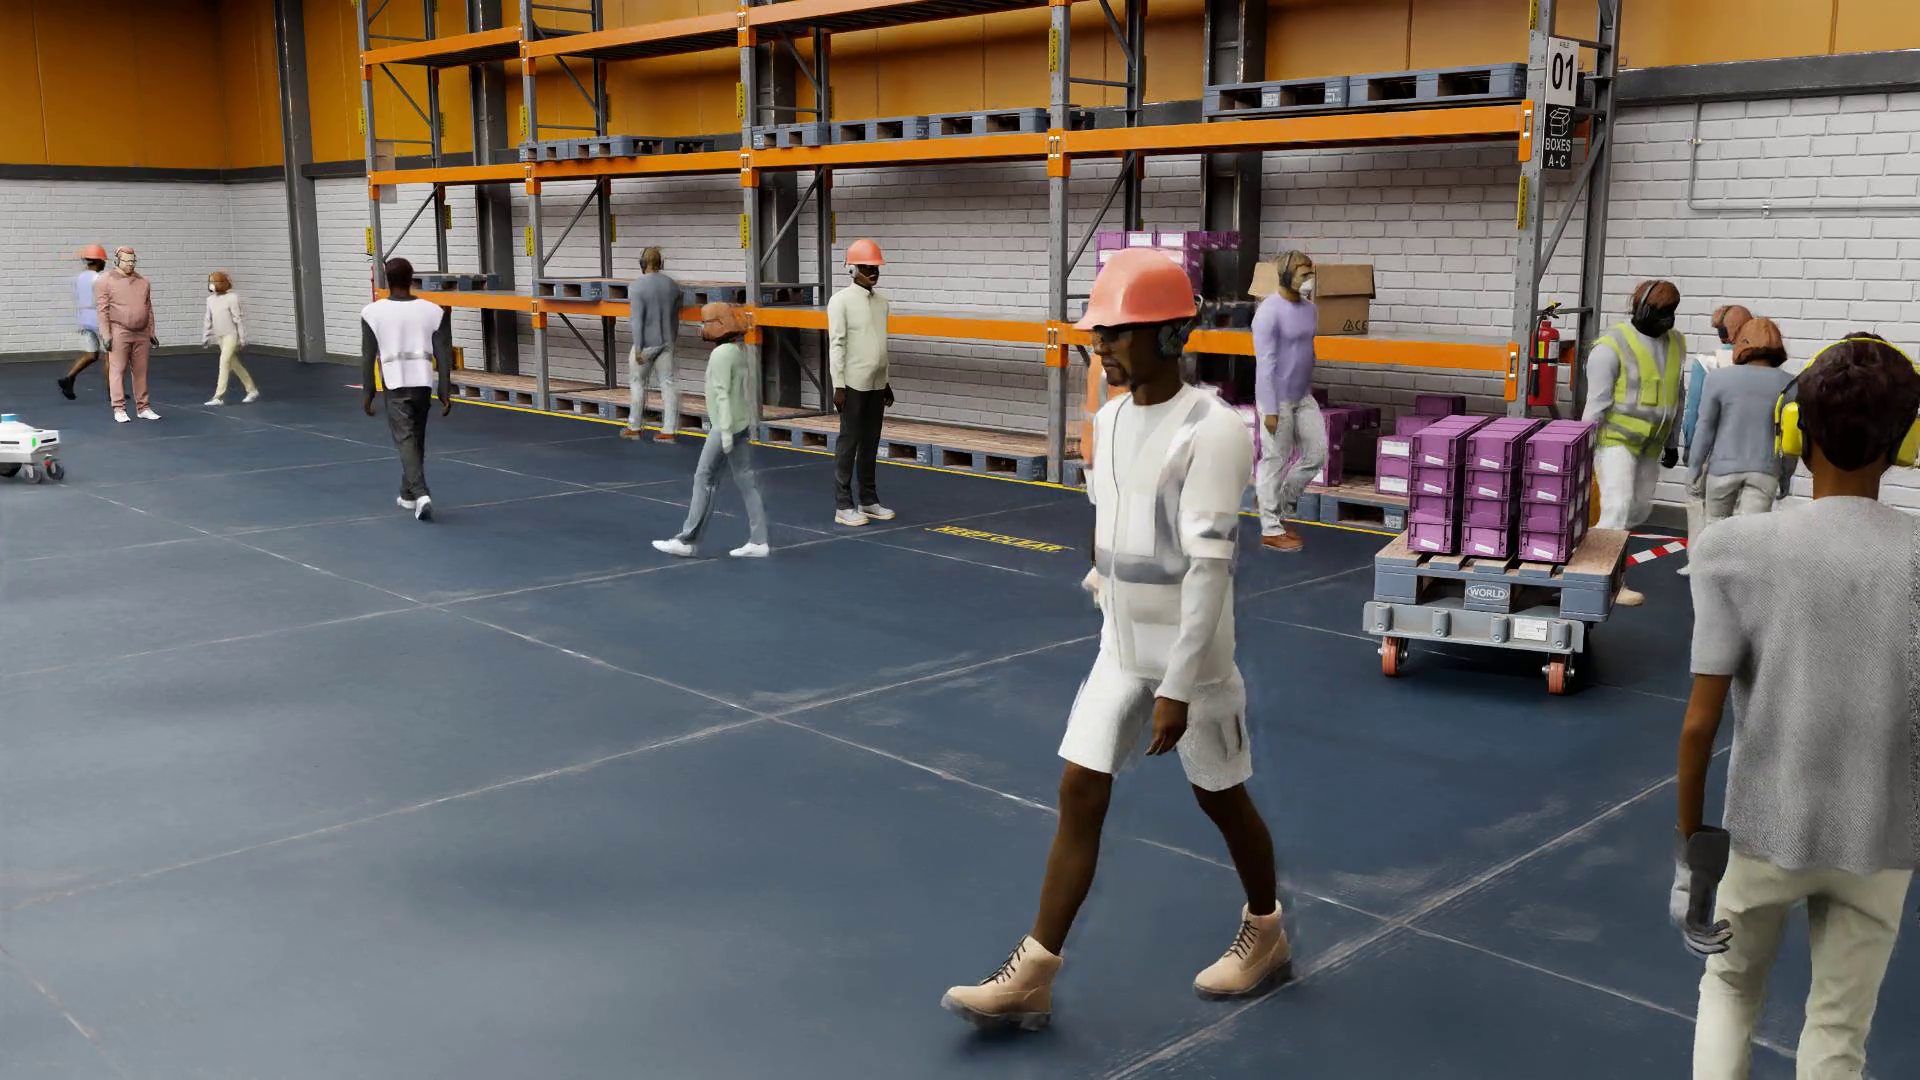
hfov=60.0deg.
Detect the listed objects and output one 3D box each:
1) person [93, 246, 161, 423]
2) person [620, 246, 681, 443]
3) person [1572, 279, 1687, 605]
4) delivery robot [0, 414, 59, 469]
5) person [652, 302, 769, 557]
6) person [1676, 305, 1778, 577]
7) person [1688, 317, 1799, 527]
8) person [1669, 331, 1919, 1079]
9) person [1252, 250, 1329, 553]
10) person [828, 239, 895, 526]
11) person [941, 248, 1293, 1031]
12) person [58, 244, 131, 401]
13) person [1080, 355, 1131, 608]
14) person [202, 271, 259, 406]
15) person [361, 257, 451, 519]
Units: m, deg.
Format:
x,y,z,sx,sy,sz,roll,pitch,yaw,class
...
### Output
x,y,z,sx,sy,sz,roll,pitch,yaw,class
-9.055,-2.241,18.147,0.407,1.903,0.639,6,12,31,person
-3.065,-1.915,16.344,0.882,1.902,0.647,10,14,43,person
3.656,-0.552,9.268,0.684,1.805,0.684,-5,11,-25,person
-7.805,-0.795,13.677,0.707,0.478,0.477,2,11,9,delivery robot
-1.572,-0.680,10.419,0.789,1.599,0.531,1,10,6,person
4.447,-0.539,9.627,0.559,1.633,0.377,1,10,4,person
4.011,-0.333,8.519,0.519,1.605,0.614,4,11,22,person
1.571,0.562,3.016,0.524,1.845,0.423,5,11,24,person
2.097,-0.867,10.582,0.444,1.925,0.657,10,14,43,person
-0.676,-1.107,11.706,0.393,1.992,0.622,7,13,34,person
0.478,0.272,4.209,1.045,1.991,0.633,-6,12,-30,person
-10.549,-2.619,20.169,0.554,1.920,0.768,5,12,27,person
0.840,-0.449,8.937,0.366,1.684,0.554,-2,11,-12,person
-8.786,-2.425,19.977,0.512,1.596,0.827,6,12,28,person
-3.988,-1.106,12.040,0.593,1.877,1.002,-7,12,-33,person
